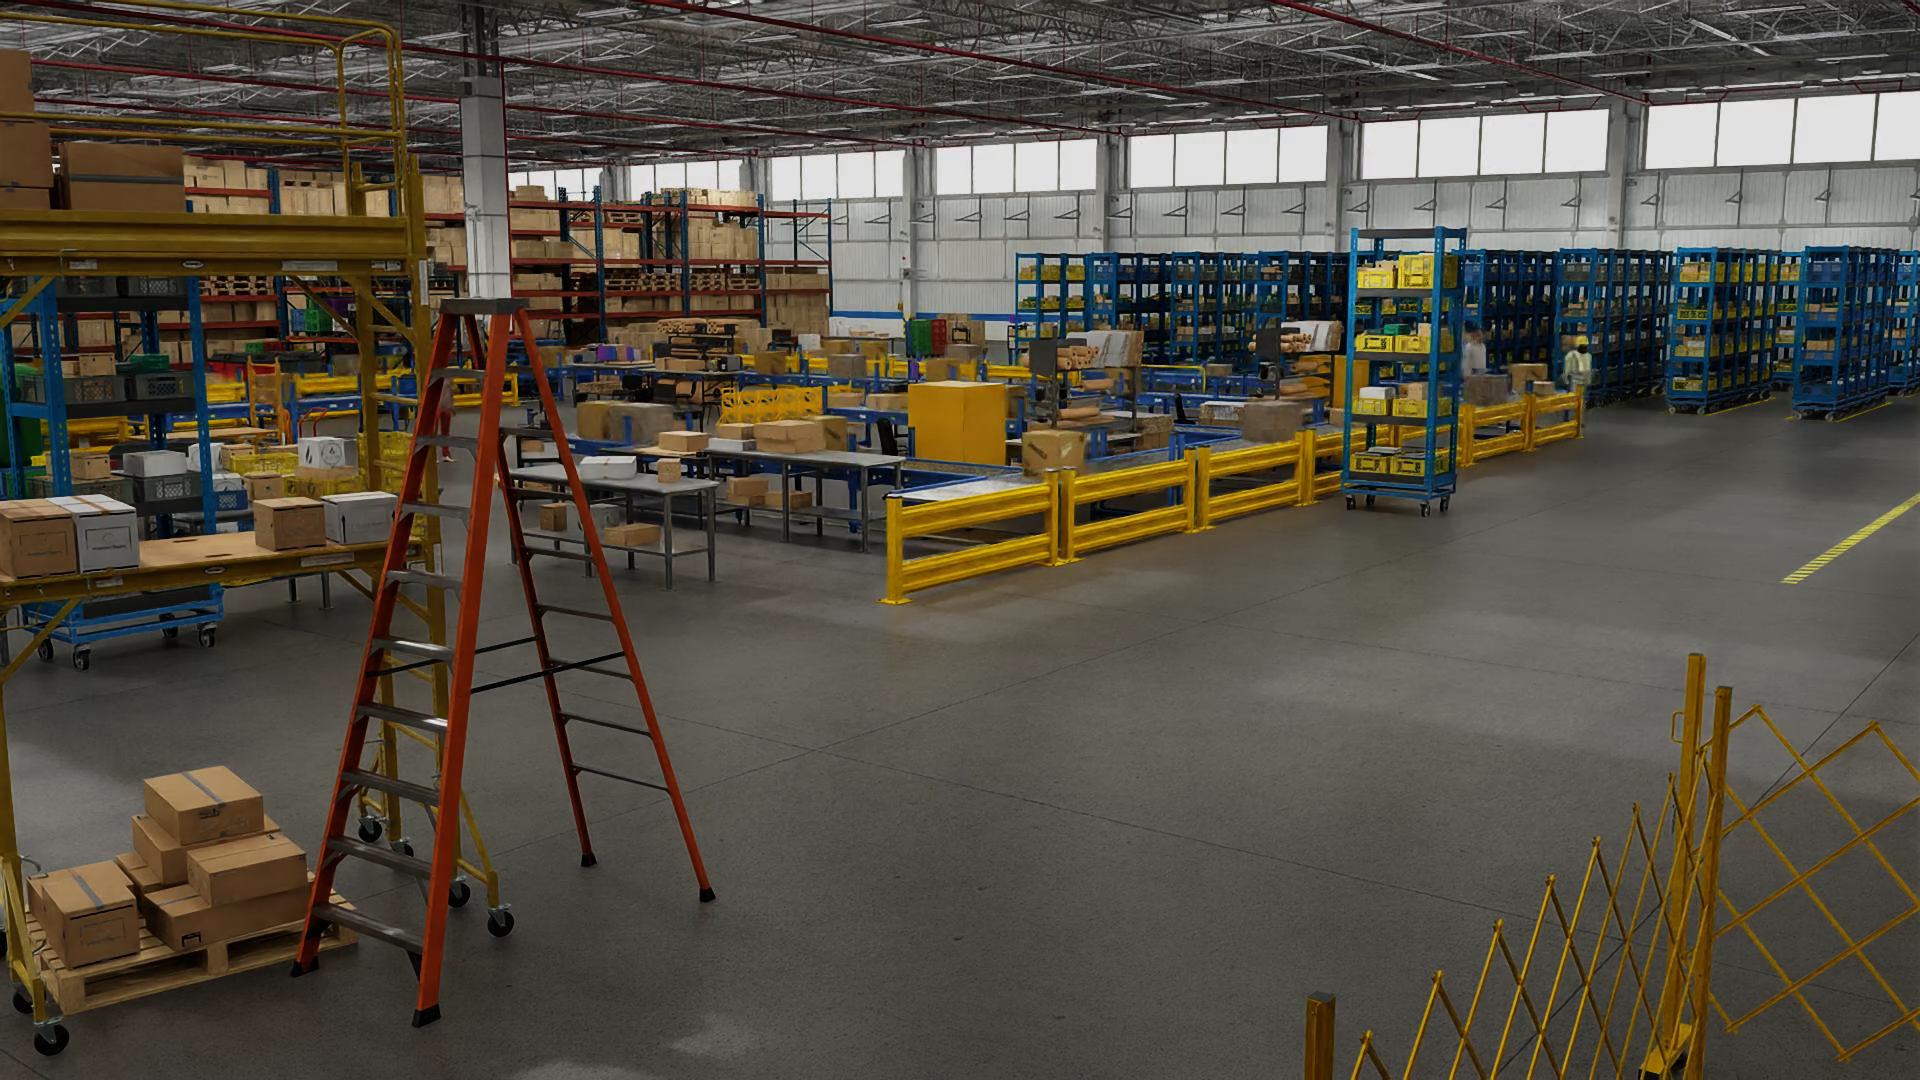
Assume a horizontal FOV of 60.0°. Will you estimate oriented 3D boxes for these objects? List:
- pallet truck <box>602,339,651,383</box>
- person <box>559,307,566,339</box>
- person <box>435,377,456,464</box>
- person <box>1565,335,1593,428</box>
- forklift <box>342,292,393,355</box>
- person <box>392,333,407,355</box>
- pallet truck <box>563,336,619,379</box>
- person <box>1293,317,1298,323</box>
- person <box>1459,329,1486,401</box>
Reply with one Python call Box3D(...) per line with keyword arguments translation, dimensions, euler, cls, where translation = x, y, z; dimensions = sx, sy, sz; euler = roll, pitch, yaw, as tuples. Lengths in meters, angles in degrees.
Box3D(translation=(-8.991, -4.871, 45.351), dimensions=(0.653, 1.274, 1.630), euler=(7, 11, 37), cls="pallet truck")
Box3D(translation=(-15.328, -8.101, 64.139), dimensions=(0.331, 1.740, 0.501), euler=(-3, 9, -16), cls="person")
Box3D(translation=(-8.307, -2.104, 26.636), dimensions=(0.329, 1.765, 0.526), euler=(7, 12, 38), cls="person")
Box3D(translation=(12.205, -3.117, 32.766), dimensions=(0.617, 1.820, 0.425), euler=(-3, 10, -21), cls="person")
Box3D(translation=(-16.485, -5.622, 45.120), dimensions=(1.129, 2.768, 1.873), euler=(7, 11, 37), cls="forklift")
Box3D(translation=(-15.891, -5.534, 47.571), dimensions=(0.877, 1.908, 0.651), euler=(-6, 11, -31), cls="person")
Box3D(translation=(-10.690, -5.294, 48.215), dimensions=(1.601, 1.201, 0.680), euler=(-5, 10, -26), cls="pallet truck")
Box3D(translation=(10.259, -6.051, 50.605), dimensions=(0.414, 1.985, 0.611), euler=(7, 11, 36), cls="person")
Box3D(translation=(10.957, -3.577, 35.497), dimensions=(0.654, 1.877, 0.888), euler=(-8, 12, -41), cls="person")
